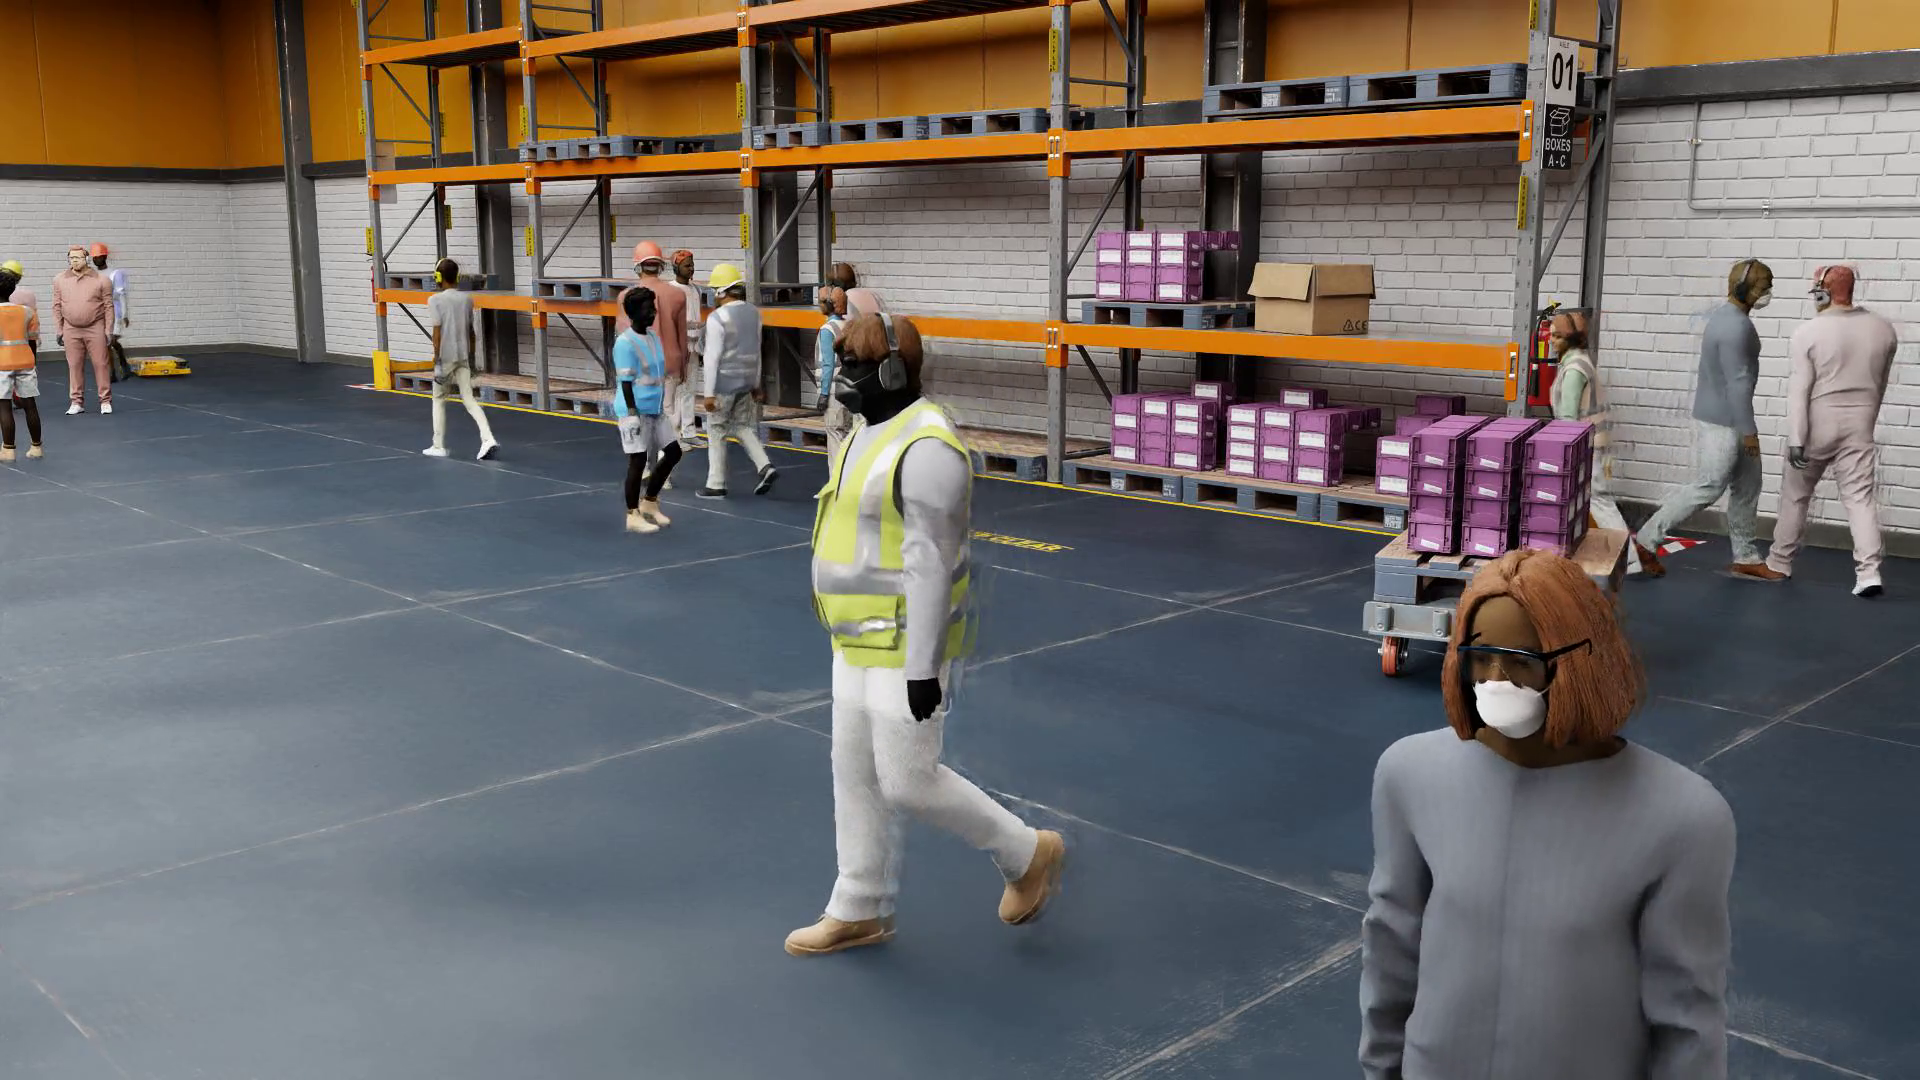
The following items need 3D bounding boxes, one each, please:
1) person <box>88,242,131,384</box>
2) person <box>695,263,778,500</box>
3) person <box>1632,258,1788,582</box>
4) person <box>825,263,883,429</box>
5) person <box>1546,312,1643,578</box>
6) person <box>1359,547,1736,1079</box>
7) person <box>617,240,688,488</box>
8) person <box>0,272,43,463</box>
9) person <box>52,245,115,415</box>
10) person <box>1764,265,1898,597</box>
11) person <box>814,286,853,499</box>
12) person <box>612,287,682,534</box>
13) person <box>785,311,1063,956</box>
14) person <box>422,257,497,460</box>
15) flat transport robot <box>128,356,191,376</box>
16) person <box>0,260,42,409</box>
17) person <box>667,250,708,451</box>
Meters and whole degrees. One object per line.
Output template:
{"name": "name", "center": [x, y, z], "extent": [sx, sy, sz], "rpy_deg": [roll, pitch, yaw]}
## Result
{"name": "person", "center": [-11.642, -3.087, 22.689], "extent": [0.575, 1.924, 0.416], "rpy_deg": [1, 10, 6]}
{"name": "person", "center": [-1.731, -1.194, 12.671], "extent": [0.635, 1.813, 0.618], "rpy_deg": [6, 12, 31]}
{"name": "person", "center": [4.383, -0.685, 9.687], "extent": [0.887, 1.911, 0.621], "rpy_deg": [5, 11, 25]}
{"name": "person", "center": [-0.833, -1.377, 13.734], "extent": [0.741, 1.791, 0.633], "rpy_deg": [5, 12, 26]}
{"name": "person", "center": [3.647, -0.550, 9.807], "extent": [0.852, 1.575, 0.554], "rpy_deg": [3, 11, 16]}
{"name": "person", "center": [0.808, 0.799, 2.343], "extent": [0.515, 1.613, 0.451], "rpy_deg": [8, 13, 37]}
{"name": "person", "center": [-2.469, -1.401, 13.365], "extent": [0.622, 1.976, 0.529], "rpy_deg": [-5, 12, -27]}
{"name": "person", "center": [-8.505, -1.542, 14.892], "extent": [0.318, 1.697, 0.535], "rpy_deg": [6, 12, 30]}
{"name": "person", "center": [-9.914, -2.370, 18.836], "extent": [0.643, 1.909, 0.410], "rpy_deg": [-3, 11, -14]}
{"name": "person", "center": [4.971, -0.620, 9.467], "extent": [0.640, 1.865, 0.959], "rpy_deg": [0, 10, 0]}
{"name": "person", "center": [-0.957, -1.130, 12.801], "extent": [0.308, 1.641, 0.514], "rpy_deg": [3, 11, 14]}
{"name": "person", "center": [-2.121, -0.870, 11.270], "extent": [0.404, 1.675, 0.553], "rpy_deg": [3, 11, 17]}
{"name": "person", "center": [-0.112, 0.276, 4.640], "extent": [0.702, 1.828, 0.630], "rpy_deg": [-4, 11, -21]}
{"name": "person", "center": [-4.549, -1.631, 15.052], "extent": [0.943, 1.825, 0.532], "rpy_deg": [8, 13, 36]}
{"name": "flat transport robot", "center": [-11.763, -2.550, 24.279], "extent": [0.652, 0.197, 1.431], "rpy_deg": [-8, 13, -37]}
{"name": "person", "center": [-10.948, -2.362, 19.221], "extent": [0.533, 1.740, 0.557], "rpy_deg": [-1, 10, -5]}
{"name": "person", "center": [-2.601, -1.784, 15.710], "extent": [0.355, 1.882, 0.575], "rpy_deg": [5, 12, 26]}
